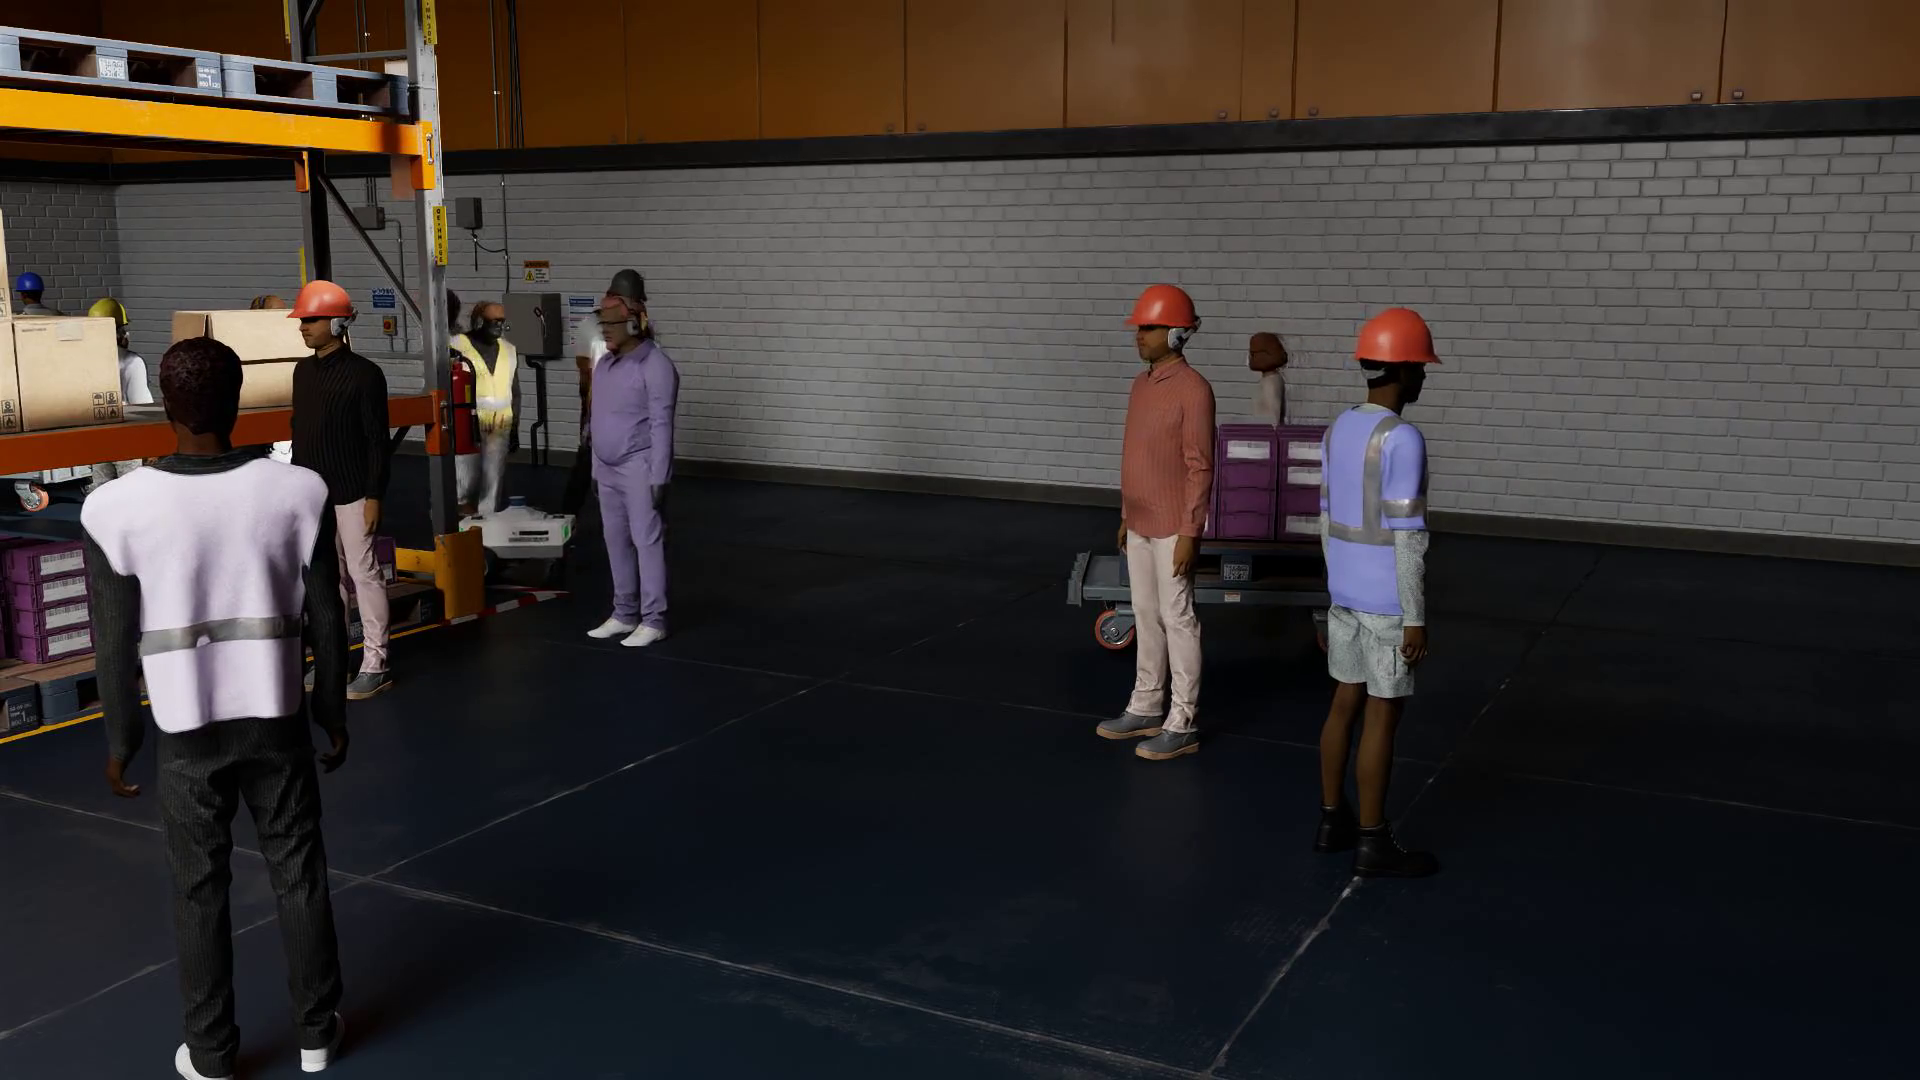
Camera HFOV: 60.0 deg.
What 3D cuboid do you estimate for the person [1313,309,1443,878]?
[{"bbox_3d":[1.453,0.184,5.709,0.364,1.935,0.552,-3,10,-16],"label":"person"}]

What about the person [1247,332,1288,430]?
[{"bbox_3d":[1.960,-0.526,10.753,0.368,1.622,0.508,2,10,13],"label":"person"}]

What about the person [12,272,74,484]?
[{"bbox_3d":[-8.504,-1.493,15.386,0.405,1.945,0.615,5,11,25],"label":"person"}]

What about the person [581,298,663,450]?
[{"bbox_3d":[-2.405,-0.824,11.935,0.551,1.799,1.027,0,10,-2],"label":"person"}]

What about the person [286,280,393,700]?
[{"bbox_3d":[-2.985,-0.235,7.966,0.611,1.996,0.378,5,11,29],"label":"person"}]

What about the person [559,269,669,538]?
[{"bbox_3d":[-2.607,-1.033,12.453,0.645,2.000,0.896,9,13,42],"label":"person"}]

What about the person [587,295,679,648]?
[{"bbox_3d":[-1.811,-0.374,9.065,0.649,1.898,0.406,9,13,42],"label":"person"}]

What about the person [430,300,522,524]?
[{"bbox_3d":[-3.422,-0.781,11.725,0.615,1.809,0.655,10,14,44],"label":"person"}]

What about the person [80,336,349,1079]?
[{"bbox_3d":[-1.846,0.453,4.204,0.587,1.920,0.391,-5,11,-29],"label":"person"}]

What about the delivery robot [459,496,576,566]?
[{"bbox_3d":[-2.851,-0.042,10.745,0.707,0.478,0.477,-1,10,-6],"label":"delivery robot"}]

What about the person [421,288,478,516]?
[{"bbox_3d":[-4.067,-1.095,13.349,0.401,1.860,0.610,1,10,9],"label":"person"}]

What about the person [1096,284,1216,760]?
[{"bbox_3d":[0.850,-0.080,7.062,0.376,1.997,0.612,-4,11,-23],"label":"person"}]

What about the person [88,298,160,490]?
[{"bbox_3d":[-5.429,-0.639,10.761,0.597,1.836,0.404,3,10,16],"label":"person"}]

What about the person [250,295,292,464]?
[{"bbox_3d":[-4.720,-0.773,11.550,0.429,1.838,0.621,-1,10,-3],"label":"person"}]
